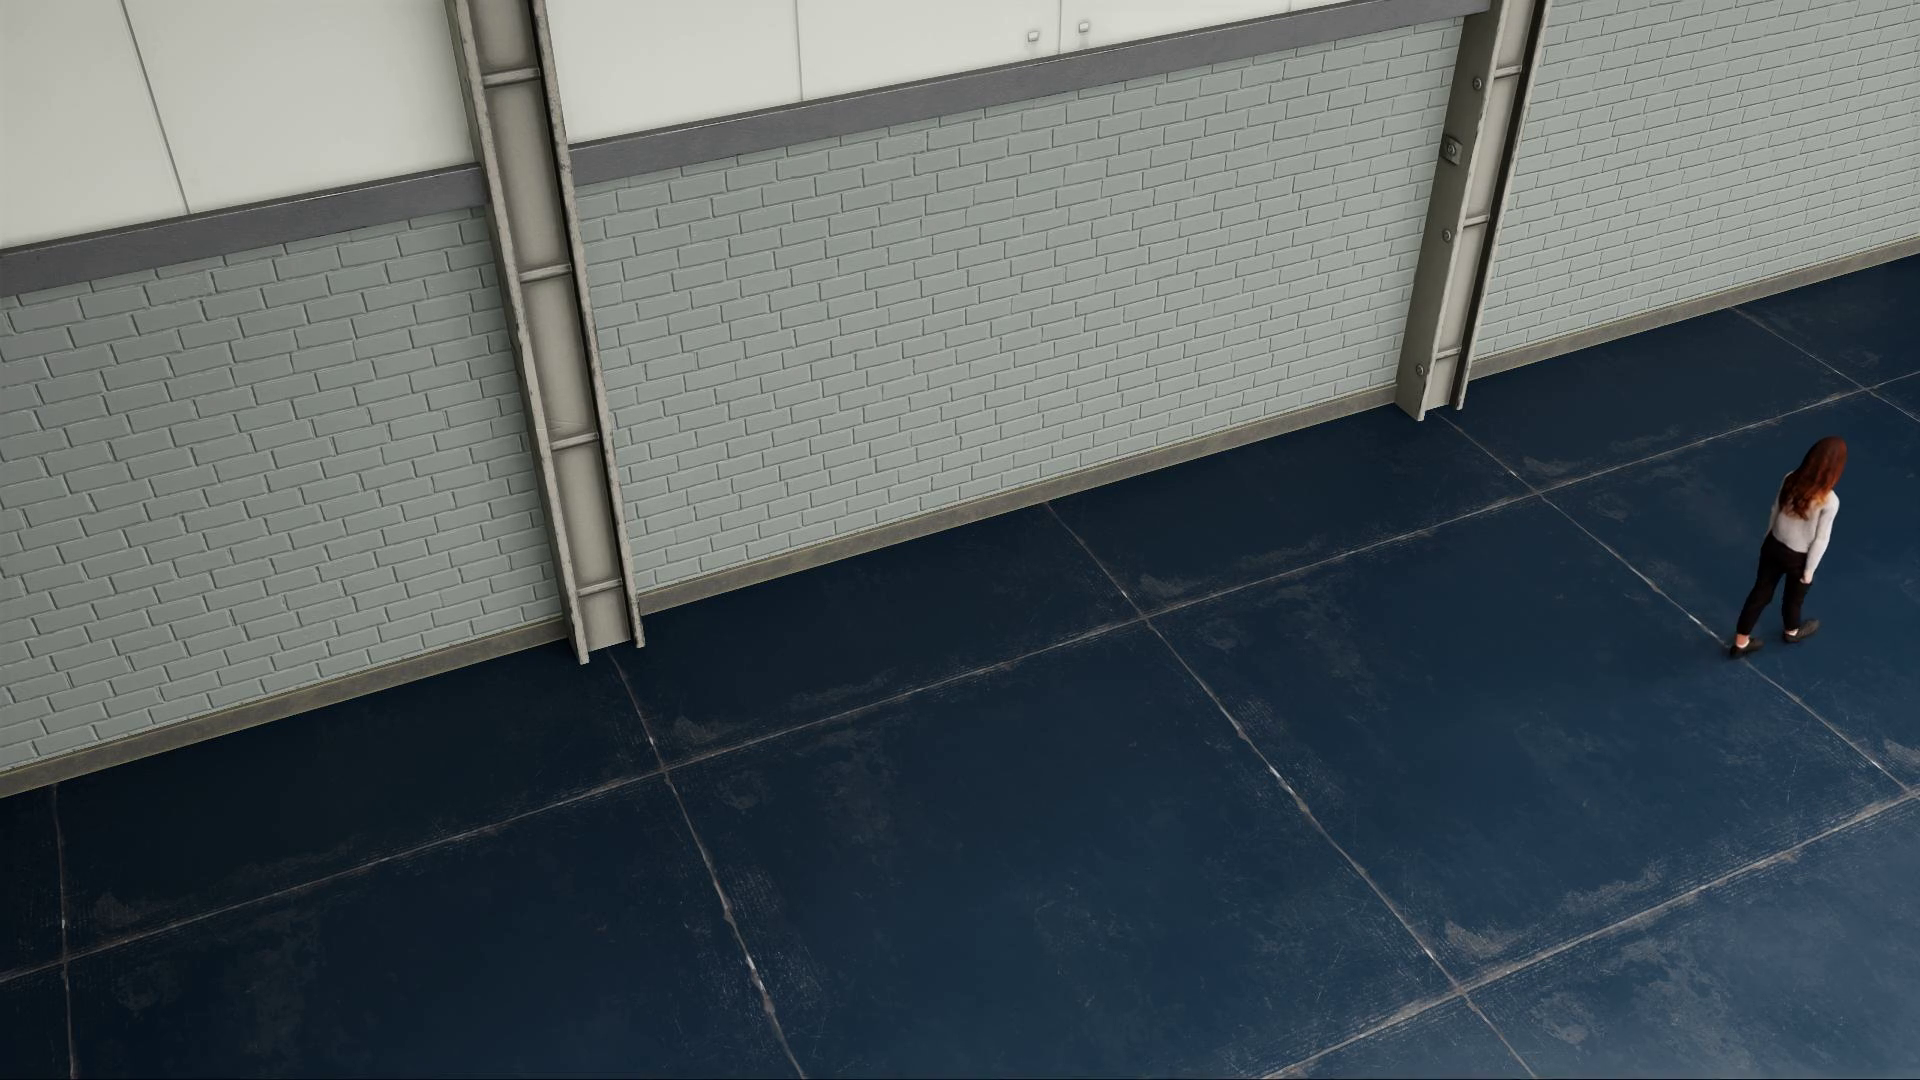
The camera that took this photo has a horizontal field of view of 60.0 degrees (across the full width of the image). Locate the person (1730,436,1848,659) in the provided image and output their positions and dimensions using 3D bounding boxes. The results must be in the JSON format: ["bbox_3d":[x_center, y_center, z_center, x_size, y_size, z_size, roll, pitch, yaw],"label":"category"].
[{"bbox_3d":[4.605,0.084,9.326,0.802,1.468,0.585,-17,41,-20],"label":"person"}]
